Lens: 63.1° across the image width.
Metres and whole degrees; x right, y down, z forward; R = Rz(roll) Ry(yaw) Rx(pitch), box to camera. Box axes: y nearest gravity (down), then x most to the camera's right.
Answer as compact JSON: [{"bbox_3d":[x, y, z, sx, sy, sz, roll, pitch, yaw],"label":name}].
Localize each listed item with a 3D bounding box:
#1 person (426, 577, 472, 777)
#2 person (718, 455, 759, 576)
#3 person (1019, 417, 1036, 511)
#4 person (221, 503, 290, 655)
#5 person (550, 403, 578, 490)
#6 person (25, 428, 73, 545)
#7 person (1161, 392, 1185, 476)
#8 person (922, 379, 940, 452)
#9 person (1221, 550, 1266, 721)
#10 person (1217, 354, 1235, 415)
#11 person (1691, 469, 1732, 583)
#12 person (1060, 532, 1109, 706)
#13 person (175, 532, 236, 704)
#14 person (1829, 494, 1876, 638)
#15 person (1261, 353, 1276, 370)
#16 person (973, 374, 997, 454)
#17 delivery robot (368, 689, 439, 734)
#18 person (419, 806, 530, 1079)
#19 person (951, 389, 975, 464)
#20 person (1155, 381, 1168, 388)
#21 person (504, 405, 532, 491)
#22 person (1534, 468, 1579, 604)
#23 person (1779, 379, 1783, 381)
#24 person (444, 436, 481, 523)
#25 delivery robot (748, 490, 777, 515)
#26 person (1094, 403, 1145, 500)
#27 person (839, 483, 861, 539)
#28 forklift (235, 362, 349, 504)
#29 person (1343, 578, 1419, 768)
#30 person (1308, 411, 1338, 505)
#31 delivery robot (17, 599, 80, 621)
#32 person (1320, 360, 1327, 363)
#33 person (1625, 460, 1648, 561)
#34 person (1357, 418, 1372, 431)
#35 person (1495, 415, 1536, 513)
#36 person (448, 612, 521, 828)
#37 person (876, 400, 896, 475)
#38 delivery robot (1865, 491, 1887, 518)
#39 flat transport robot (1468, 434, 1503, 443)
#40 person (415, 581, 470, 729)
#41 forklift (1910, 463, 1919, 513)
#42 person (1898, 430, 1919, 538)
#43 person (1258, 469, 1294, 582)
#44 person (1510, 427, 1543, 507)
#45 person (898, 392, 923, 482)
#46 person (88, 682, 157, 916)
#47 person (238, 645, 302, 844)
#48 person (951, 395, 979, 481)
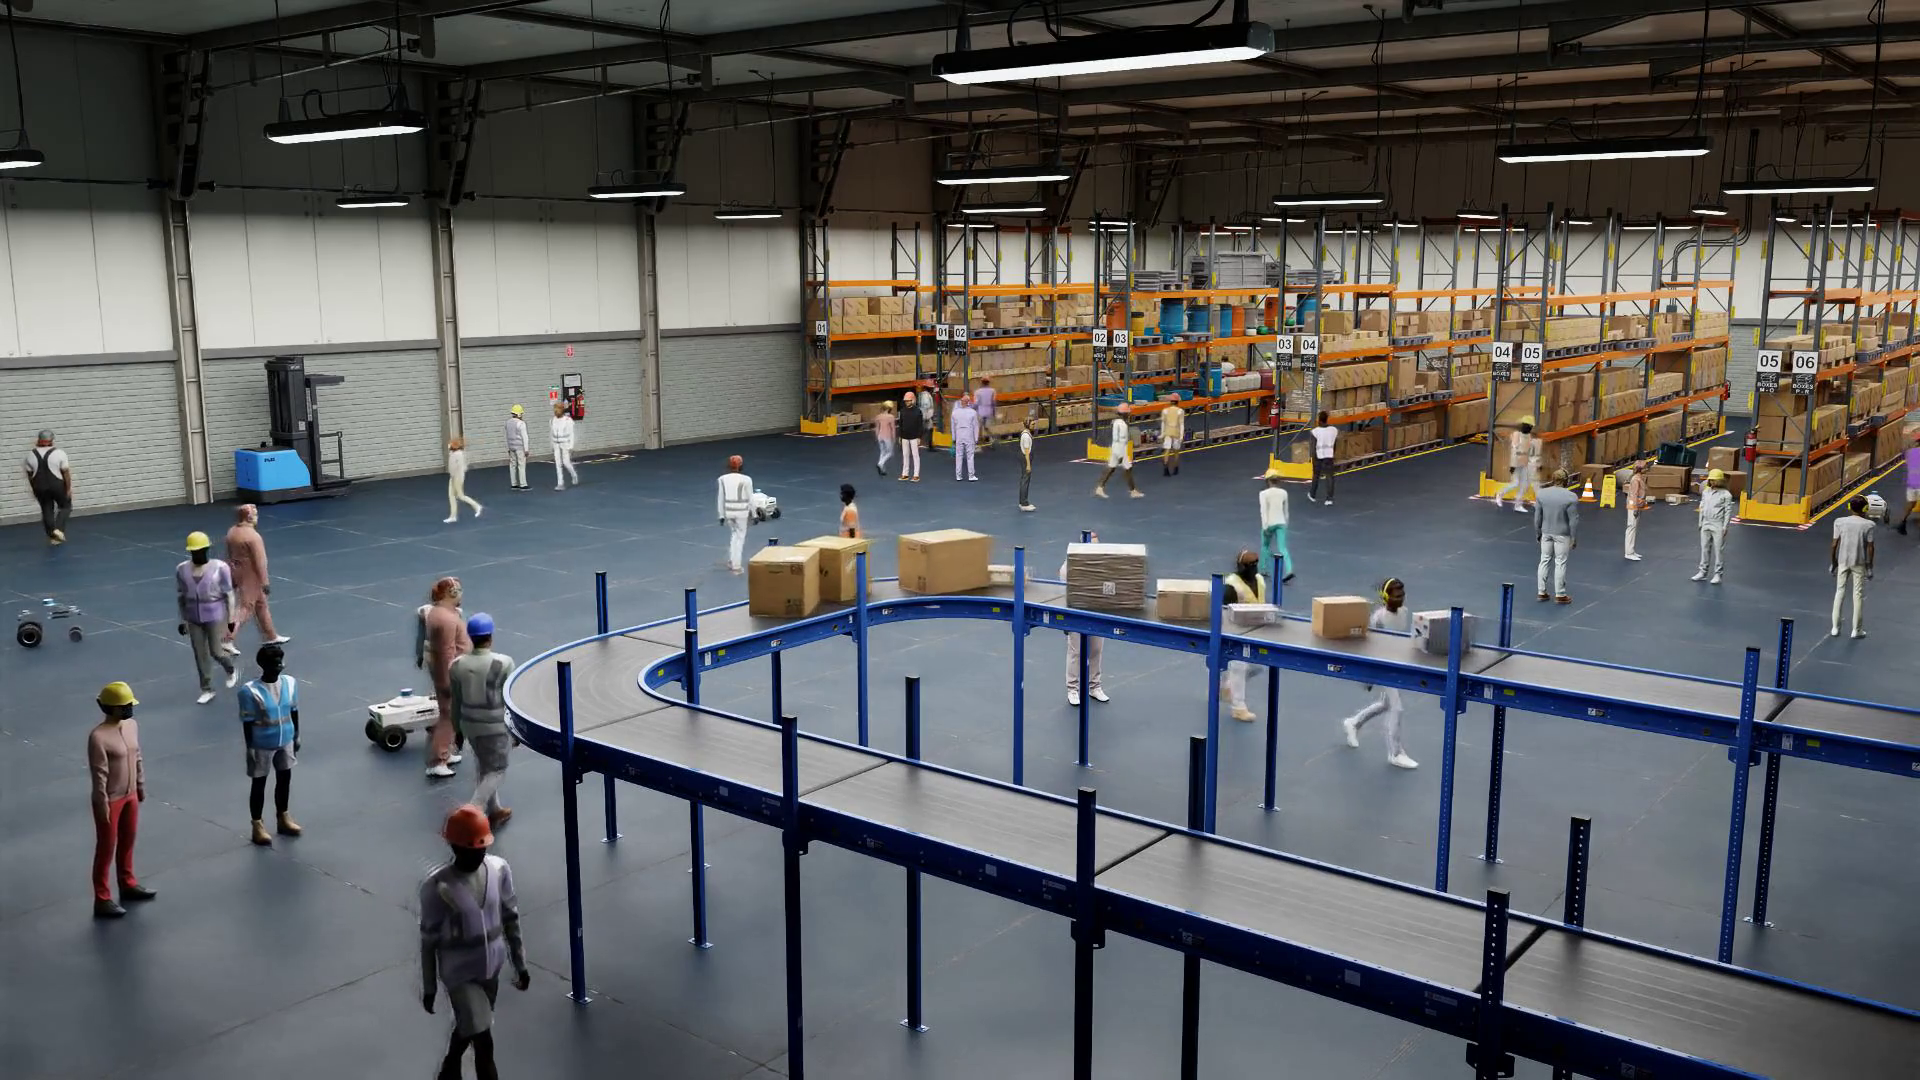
[{"bbox_3d":[-4.909,1.295,14.966,0.486,1.870,0.770,-4,11,-23],"label":"person"},{"bbox_3d":[-3.437,-0.396,24.451,0.582,1.864,0.589,5,11,27],"label":"person"},{"bbox_3d":[1.319,-1.507,30.751,0.327,1.844,0.514,-1,10,-3],"label":"person"},{"bbox_3d":[-8.923,0.472,19.570,0.660,1.867,0.968,8,13,40],"label":"person"},{"bbox_3d":[-8.510,-2.021,33.564,0.590,1.871,0.533,4,11,19],"label":"person"},{"bbox_3d":[-15.647,-0.907,26.948,0.708,2.000,0.536,-1,10,-7],"label":"person"},{"bbox_3d":[4.842,-2.409,35.669,0.548,1.913,0.891,3,11,18],"label":"person"},{"bbox_3d":[-0.922,-3.200,40.150,0.714,1.903,0.555,0,10,-1],"label":"person"},{"bbox_3d":[3.014,0.996,16.695,0.645,1.832,0.495,-9,13,-41],"label":"person"},{"bbox_3d":[8.450,-4.966,49.958,0.632,1.940,0.372,-1,10,-7],"label":"person"},{"bbox_3d":[11.453,-0.218,23.787,0.321,1.743,0.488,-6,11,-29],"label":"person"},{"bbox_3d":[1.415,0.856,17.264,0.650,1.913,0.409,-5,11,-25],"label":"person"},{"bbox_3d":[-8.371,0.832,17.404,0.593,1.911,0.559,0,10,-1],"label":"person"},{"bbox_3d":[11.601,0.328,20.355,0.513,1.872,0.331,9,13,41],"label":"person"},{"bbox_3d":[10.550,-5.473,53.258,0.581,1.785,0.835,6,12,32],"label":"person"},{"bbox_3d":[0.636,-3.208,39.882,0.691,2.006,0.587,-5,11,-24],"label":"person"},{"bbox_3d":[-5.606,1.752,15.884,0.707,0.478,0.477,-8,13,-36],"label":"delivery robot"},{"bbox_3d":[-2.732,2.380,8.769,0.982,1.892,0.560,8,13,37],"label":"person"},{"bbox_3d":[0.080,-2.792,38.083,0.569,1.817,0.883,-5,11,-25],"label":"person"},{"bbox_3d":[7.072,-5.681,54.079,1.035,1.917,0.617,-4,11,-22],"label":"person"},{"bbox_3d":[-9.430,-1.972,33.404,0.596,1.831,0.403,6,12,30],"label":"person"},{"bbox_3d":[8.528,-0.065,22.372,0.355,1.938,0.637,-9,13,-40],"label":"person"},{"bbox_3d":[23.292,-3.984,44.869,0.645,1.795,0.853,2,10,9],"label":"person"},{"bbox_3d":[-9.407,-1.154,29.425,0.640,1.615,0.503,-8,13,-39],"label":"person"},{"bbox_3d":[-3.837,-0.718,29.797,0.707,0.478,0.477,7,12,36],"label":"delivery robot"},{"bbox_3d":[3.256,-1.817,32.098,1.055,2.003,0.605,-3,10,-16],"label":"person"},{"bbox_3d":[-1.573,0.017,22.643,0.402,1.687,0.534,-1,10,-6],"label":"person"},{"bbox_3d":[-13.803,-2.244,32.110,1.129,2.768,1.873,8,13,37],"label":"forklift"},{"bbox_3d":[4.146,1.246,15.306,0.516,1.838,0.859,-9,13,-41],"label":"person"},{"bbox_3d":[7.332,-1.664,31.597,0.585,1.865,1.029,-1,10,-6],"label":"person"},{"bbox_3d":[-11.713,0.876,20.096,0.698,0.223,0.335,-6,11,-29],"label":"delivery robot"},{"bbox_3d":[12.159,-5.505,52.837,0.380,1.994,0.618,-9,14,-42],"label":"person"},{"bbox_3d":[11.087,-0.499,25.654,0.311,1.642,0.512,5,11,27],"label":"person"},{"bbox_3d":[10.571,-3.350,40.884,0.543,1.932,0.365,8,13,36],"label":"person"},{"bbox_3d":[10.890,-1.506,30.597,0.629,1.899,0.602,-7,12,-34],"label":"person"},{"bbox_3d":[-4.038,1.577,13.188,0.604,1.917,0.828,3,11,18],"label":"person"},{"bbox_3d":[-1.710,-2.315,35.638,0.548,1.724,0.520,8,13,39],"label":"person"},{"bbox_3d":[17.274,-0.679,29.581,0.477,0.478,0.707,4,11,21],"label":"delivery robot"},{"bbox_3d":[14.586,-2.776,42.446,1.431,0.197,0.652,-4,11,-21],"label":"flat transport robot"},{"bbox_3d":[-5.302,1.204,16.146,0.516,1.611,0.729,2,10,12],"label":"person"},{"bbox_3d":[19.034,-1.348,28.998,2.313,2.155,1.214,8,13,37],"label":"forklift"},{"bbox_3d":[16.927,-0.985,27.640,0.482,1.908,0.589,-4,11,-23],"label":"person"},{"bbox_3d":[4.869,-0.226,23.973,0.530,1.704,0.910,-3,11,-17],"label":"person"},{"bbox_3d":[11.386,-1.475,31.285,0.520,1.582,0.886,-7,12,-35],"label":"person"},{"bbox_3d":[-1.109,-2.298,34.785,0.612,1.995,0.379,6,12,30],"label":"person"},{"bbox_3d":[-6.300,1.919,11.748,0.377,1.756,0.537,1,10,7],"label":"person"},{"bbox_3d":[-5.791,1.700,13.175,0.333,1.686,0.539,7,12,33],"label":"person"},{"bbox_3d":[0.130,-2.262,34.831,0.642,1.908,0.407,4,11,19],"label":"person"}]
